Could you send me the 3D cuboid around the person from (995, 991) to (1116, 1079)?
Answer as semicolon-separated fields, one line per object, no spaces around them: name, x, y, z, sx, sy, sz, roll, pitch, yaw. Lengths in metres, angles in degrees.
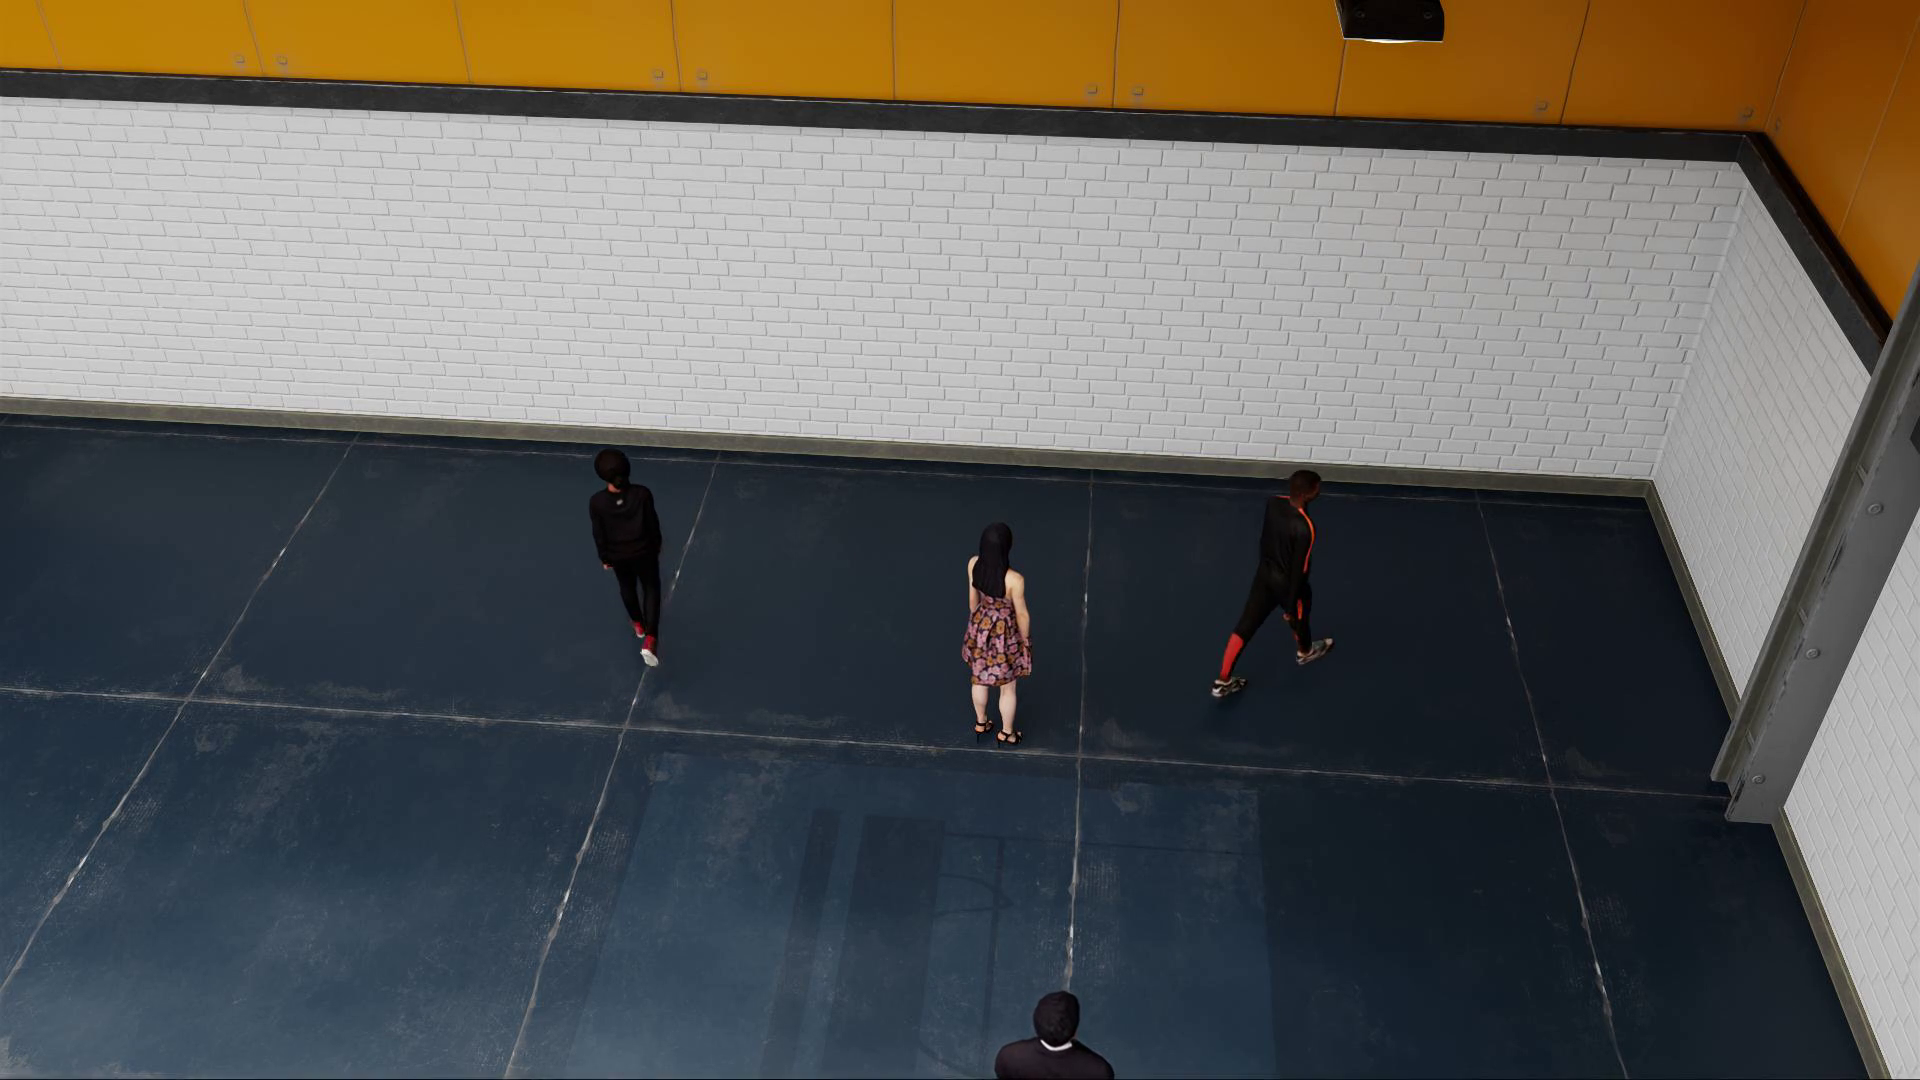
person;0.414;2.708;7.637;0.702;1.884;0.556;5;39;6

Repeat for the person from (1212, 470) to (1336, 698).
person;1.985;0.317;10.737;1.213;1.752;1.262;-21;43;-25

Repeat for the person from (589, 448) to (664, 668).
person;-2.172;0.119;11.063;0.747;1.655;1.032;-7;39;-8

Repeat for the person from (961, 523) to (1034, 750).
person;0.237;0.602;10.361;0.785;1.775;0.818;22;43;25
